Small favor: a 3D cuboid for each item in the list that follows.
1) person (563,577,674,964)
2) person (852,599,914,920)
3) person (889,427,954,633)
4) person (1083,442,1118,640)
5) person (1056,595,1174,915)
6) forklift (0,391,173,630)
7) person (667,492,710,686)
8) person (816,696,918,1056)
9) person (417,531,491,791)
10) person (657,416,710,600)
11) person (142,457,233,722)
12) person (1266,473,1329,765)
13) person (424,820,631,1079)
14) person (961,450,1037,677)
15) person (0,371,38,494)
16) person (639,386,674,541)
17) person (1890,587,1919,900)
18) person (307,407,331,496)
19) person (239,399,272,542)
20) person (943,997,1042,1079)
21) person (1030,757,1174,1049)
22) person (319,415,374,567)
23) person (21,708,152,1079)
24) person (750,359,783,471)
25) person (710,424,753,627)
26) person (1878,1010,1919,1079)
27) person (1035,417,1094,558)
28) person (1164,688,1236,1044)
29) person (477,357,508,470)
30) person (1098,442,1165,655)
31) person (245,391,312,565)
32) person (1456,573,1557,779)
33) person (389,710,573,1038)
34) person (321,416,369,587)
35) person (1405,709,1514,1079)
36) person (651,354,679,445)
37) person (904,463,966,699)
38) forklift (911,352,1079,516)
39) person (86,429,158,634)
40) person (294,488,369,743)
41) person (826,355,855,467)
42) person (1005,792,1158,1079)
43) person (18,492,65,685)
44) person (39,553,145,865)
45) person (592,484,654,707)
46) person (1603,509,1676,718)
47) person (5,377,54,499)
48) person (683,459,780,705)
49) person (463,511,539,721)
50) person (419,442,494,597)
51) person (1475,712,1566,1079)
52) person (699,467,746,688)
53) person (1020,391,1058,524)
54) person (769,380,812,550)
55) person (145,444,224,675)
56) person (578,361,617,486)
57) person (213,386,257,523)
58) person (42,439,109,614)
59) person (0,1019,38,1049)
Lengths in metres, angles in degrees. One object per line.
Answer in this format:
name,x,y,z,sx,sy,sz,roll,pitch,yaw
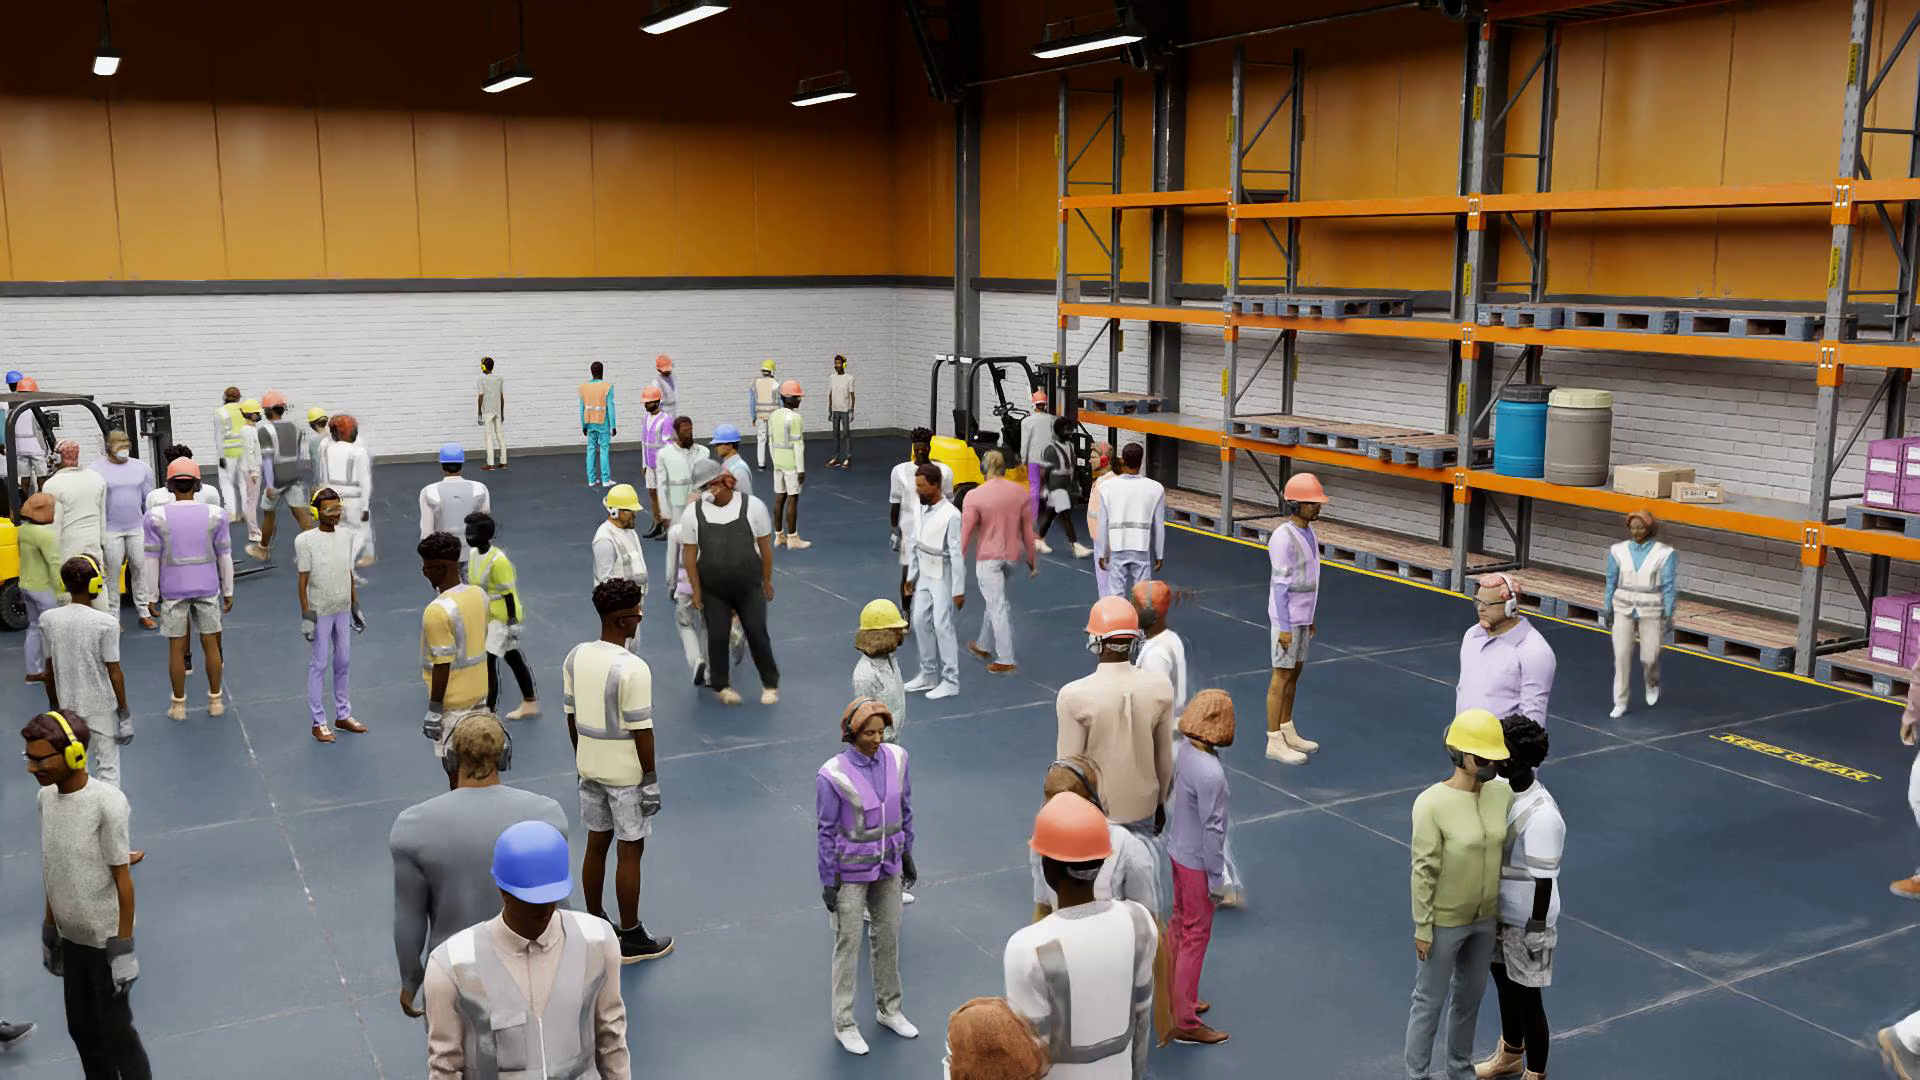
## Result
person,-1.739,1.154,8.433,0.613,1.963,0.362,8,13,40
person,-0.417,1.174,8.953,0.287,1.746,0.487,2,10,13
person,-0.354,-0.092,15.609,0.614,1.963,0.362,-1,10,-5
person,1.352,0.013,15.348,0.373,1.843,0.572,-1,10,-3
person,0.714,1.244,7.832,0.611,1.995,0.380,-4,11,-23
forklift,-9.026,-0.363,16.508,1.214,2.155,2.313,6,11,29
person,-2.136,0.414,13.677,0.513,1.620,0.548,-3,10,-18
person,-0.426,1.490,7.474,0.525,1.631,0.313,-9,13,-41
person,-2.985,0.915,9.827,0.368,1.960,0.602,2,10,9
person,-2.822,-0.322,17.146,0.626,1.909,0.393,-7,12,-34
person,-5.897,0.375,12.745,0.612,2.030,0.403,-6,12,-32
person,2.382,0.541,11.740,0.387,2.045,0.605,6,11,30
person,-1.280,1.766,5.004,0.604,1.939,0.414,-6,11,-30
person,0.251,0.174,14.285,0.740,1.880,0.962,-6,12,-33
person,-13.059,-1.382,23.132,0.411,1.939,0.601,7,12,35
person,-3.787,-0.955,20.692,0.544,1.930,0.389,9,13,41
person,5.415,1.042,9.190,0.653,1.924,0.677,2,10,9
person,-7.507,-0.683,19.601,0.328,1.762,0.533,2,10,9
person,-8.736,-0.861,20.609,0.312,1.769,0.522,-3,10,-19
person,0.102,2.008,4.508,0.373,1.621,0.512,0,10,1
person,0.484,1.652,6.005,0.565,1.808,0.446,9,13,40
person,-6.884,-0.521,18.623,0.639,1.780,0.991,1,10,7
person,-3.376,1.555,6.455,0.531,1.856,0.330,5,11,28
person,-3.115,-2.025,27.119,0.603,1.830,0.404,2,10,13
person,-2.181,-0.147,15.974,0.404,1.945,0.615,-4,11,-22
person,4.356,1.502,6.820,0.580,1.846,0.950,-7,12,-34
person,1.208,-0.621,19.532,0.880,1.648,0.541,7,12,33
person,1.097,1.472,7.596,0.289,1.626,0.498,-1,10,-7
person,-7.724,-2.082,27.386,0.328,1.861,0.508,7,12,37
person,1.512,0.098,14.694,0.593,1.910,0.386,0,10,2
person,-7.801,-0.706,19.066,1.047,1.985,0.632,5,11,26
person,2.857,1.111,8.897,0.398,1.900,0.636,-4,11,-23
person,-1.743,1.576,6.126,0.636,1.930,0.371,-4,11,-23
person,-6.507,-0.378,17.569,0.584,1.864,0.534,4,11,21
person,2.053,1.543,6.779,0.525,1.766,0.322,-6,11,-29
person,-4.615,-1.926,26.095,0.531,1.994,0.697,4,11,23
person,-0.175,0.323,13.398,0.433,1.908,0.645,-5,11,-28
forklift,0.460,-1.461,22.833,2.313,2.155,1.214,-5,11,-28
person,-7.883,-0.083,15.669,0.632,1.932,0.383,-9,14,-43
person,-4.622,0.539,12.250,0.326,1.874,0.519,6,12,31
person,-1.988,-2.143,27.693,0.514,1.873,0.329,5,11,28
person,0.344,1.731,5.198,0.551,1.933,0.370,-6,12,-33
person,-7.563,0.410,13.701,0.539,1.616,0.321,7,12,36
person,-5.033,1.003,9.617,0.511,1.862,0.324,2,10,10
person,-2.605,0.470,12.817,0.403,1.817,0.601,1,10,7
person,5.238,0.561,12.826,0.537,1.625,0.448,7,12,37
person,-12.201,-1.167,21.876,0.552,1.936,0.358,0,10,0
person,-1.814,0.303,13.116,0.721,2.000,0.548,-1,10,-5
person,-3.529,0.599,12.514,0.743,1.649,0.539,-7,12,-33
person,-4.357,0.125,14.412,0.615,1.945,0.405,-5,11,-28
person,2.324,1.547,6.973,0.321,1.695,0.533,-1,10,-6
person,-1.996,0.270,13.921,0.580,1.824,0.734,4,11,23
person,1.049,-1.090,21.963,0.564,1.752,0.336,-4,10,-19
person,-2.054,-0.906,20.082,0.395,2.040,0.609,-8,13,-39
person,-6.571,0.163,14.139,0.608,1.965,0.370,-9,14,-43
person,-5.542,-1.771,25.442,0.587,1.911,0.397,3,10,18
person,-9.586,-1.128,22.048,0.470,1.804,0.651,6,12,33
person,-8.000,0.041,15.010,0.407,1.910,0.638,3,10,17
person,-4.458,1.460,7.135,0.838,1.795,0.628,-3,10,-18
